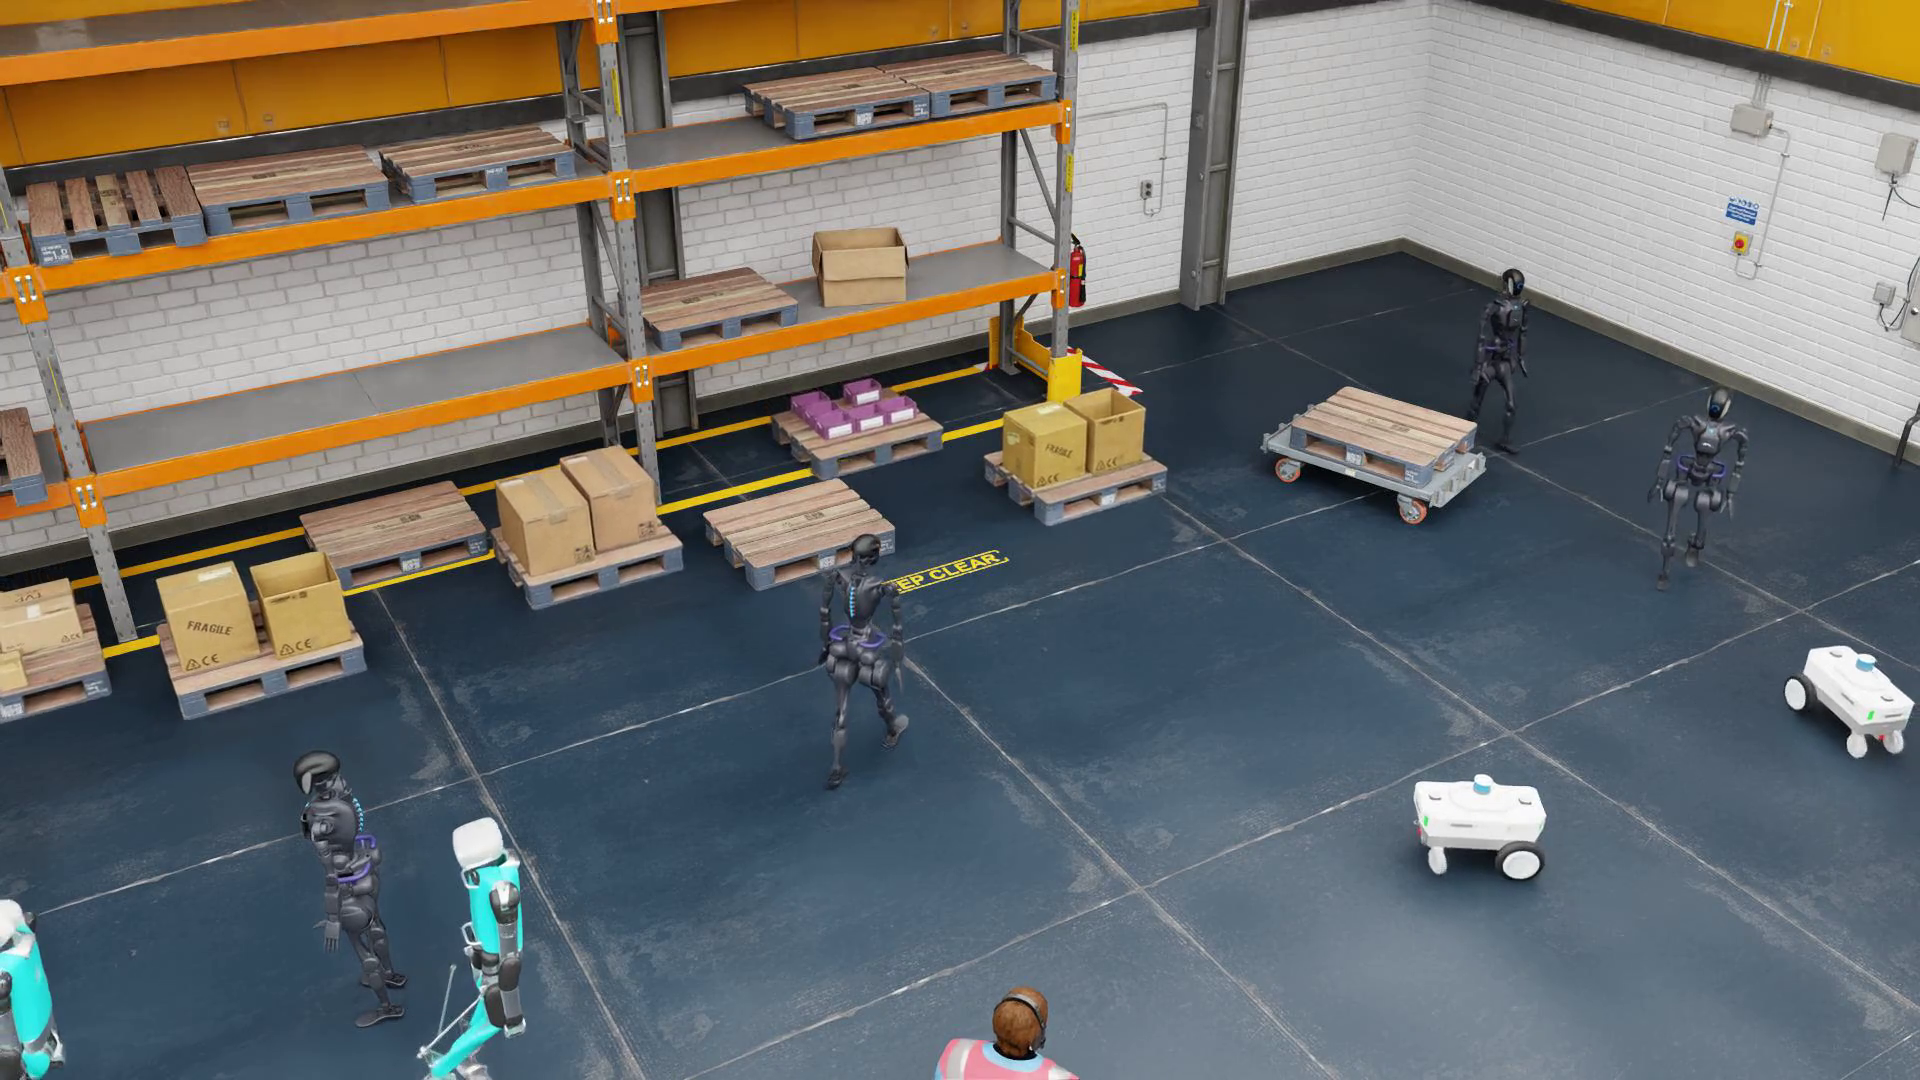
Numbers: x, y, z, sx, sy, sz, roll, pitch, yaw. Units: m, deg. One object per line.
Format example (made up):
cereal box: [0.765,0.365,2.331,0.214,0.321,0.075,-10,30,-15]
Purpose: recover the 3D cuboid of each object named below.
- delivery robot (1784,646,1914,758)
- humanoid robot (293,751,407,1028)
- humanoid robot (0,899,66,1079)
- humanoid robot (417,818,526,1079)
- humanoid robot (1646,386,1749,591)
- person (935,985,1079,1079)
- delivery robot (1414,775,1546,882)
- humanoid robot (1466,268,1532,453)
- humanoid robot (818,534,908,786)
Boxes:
delivery robot: [5.850,1.010,10.896,0.499,0.595,0.781,-5,30,-9]
humanoid robot: [-3.099,1.750,8.429,0.315,1.659,0.599,-4,30,-7]
humanoid robot: [-4.381,2.375,7.321,1.003,1.776,0.543,-7,30,-12]
humanoid robot: [-2.319,2.167,7.742,0.728,1.880,0.543,-14,33,-24]
humanoid robot: [5.448,-0.433,12.312,0.614,1.638,0.562,14,32,23]
person: [0.213,2.565,6.851,0.629,1.836,0.431,11,31,18]
delivery robot: [3.066,1.662,9.760,0.784,0.613,0.525,2,30,4]
humanoid robot: [4.639,-1.521,14.250,0.602,1.635,0.630,-13,32,-22]
humanoid robot: [-0.626,0.706,10.346,0.610,1.623,0.783,12,32,20]
